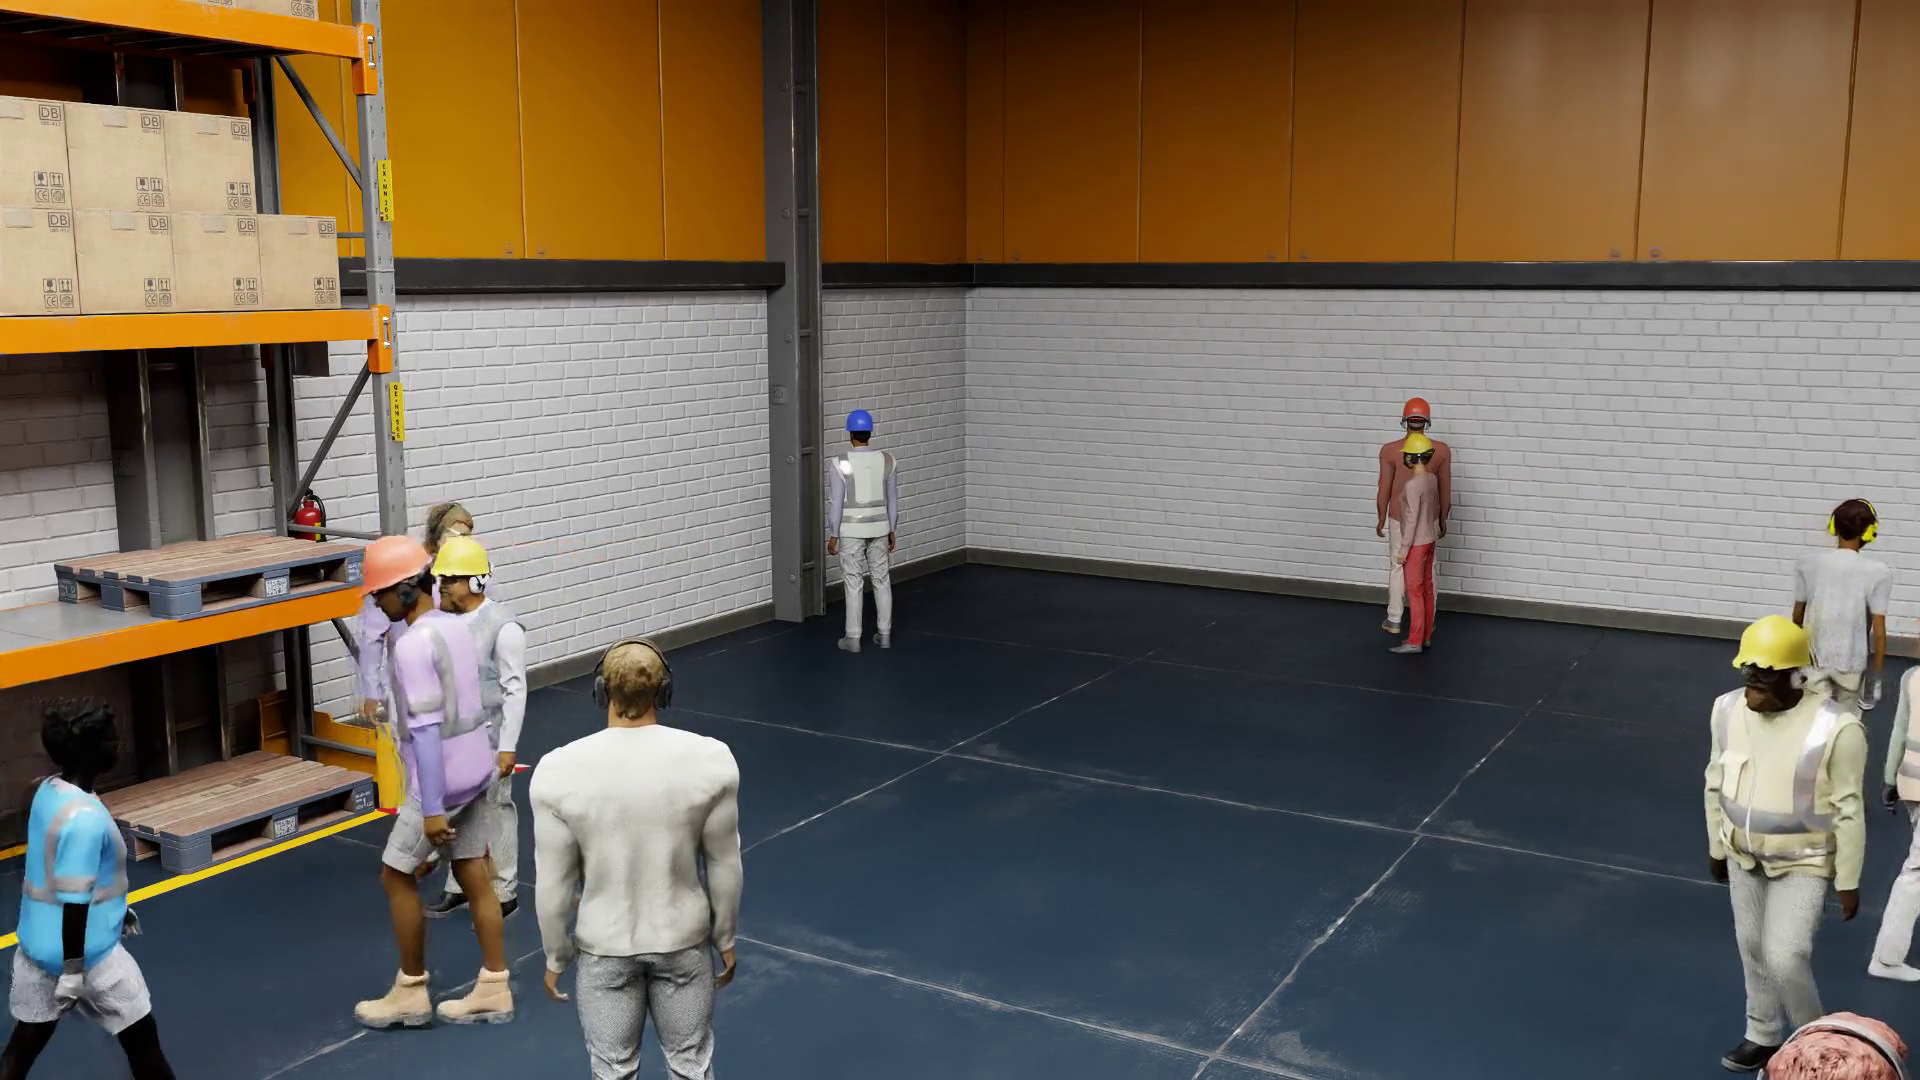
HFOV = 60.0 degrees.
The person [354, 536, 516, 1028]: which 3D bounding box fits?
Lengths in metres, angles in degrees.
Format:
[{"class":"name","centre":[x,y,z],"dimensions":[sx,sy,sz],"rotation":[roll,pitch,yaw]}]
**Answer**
[{"class":"person","centre":[-2.158,0.975,6.679],"dimensions":[0.783,1.988,0.637],"rotation":[1,9,4]}]

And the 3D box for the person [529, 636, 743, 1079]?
[{"class":"person","centre":[-0.983,1.251,5.133],"dimensions":[0.629,1.940,0.379],"rotation":[-2,9,-12]}]

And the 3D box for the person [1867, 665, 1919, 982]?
[{"class":"person","centre":[4.272,1.102,7.079],"dimensions":[0.812,1.597,0.536],"rotation":[-2,9,-10]}]

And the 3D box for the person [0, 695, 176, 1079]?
[{"class":"person","centre":[-2.915,1.330,5.529],"dimensions":[0.888,1.647,0.541],"rotation":[-8,12,-42]}]

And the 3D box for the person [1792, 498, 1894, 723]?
[{"class":"person","centre":[4.783,0.681,9.057],"dimensions":[0.486,1.821,0.907],"rotation":[6,11,34]}]

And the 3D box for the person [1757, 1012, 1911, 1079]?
[{"class":"person","centre":[1.325,1.670,2.651],"dimensions":[0.645,1.900,0.403],"rotation":[7,12,38]}]

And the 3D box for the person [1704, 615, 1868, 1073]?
[{"class":"person","centre":[3.005,1.160,6.152],"dimensions":[0.480,1.803,0.599],"rotation":[-5,11,-30]}]

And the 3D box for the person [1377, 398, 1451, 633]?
[{"class":"person","centre":[3.816,-0.201,14.016],"dimensions":[0.608,1.995,0.377],"rotation":[1,9,5]}]

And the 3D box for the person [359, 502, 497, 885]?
[{"class":"person","centre":[-2.621,0.759,8.322],"dimensions":[0.710,1.907,0.374],"rotation":[-4,10,-23]}]

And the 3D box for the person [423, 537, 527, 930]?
[{"class":"person","centre":[-2.277,0.889,7.717],"dimensions":[0.586,1.835,0.404],"rotation":[6,11,32]}]

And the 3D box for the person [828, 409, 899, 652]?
[{"class":"person","centre":[-0.787,-0.075,13.374],"dimensions":[0.608,1.946,0.405],"rotation":[-5,10,-27]}]

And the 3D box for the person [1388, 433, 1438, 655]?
[{"class":"person","centre":[3.629,0.032,13.275],"dimensions":[0.314,1.769,0.524],"rotation":[6,11,34]}]
